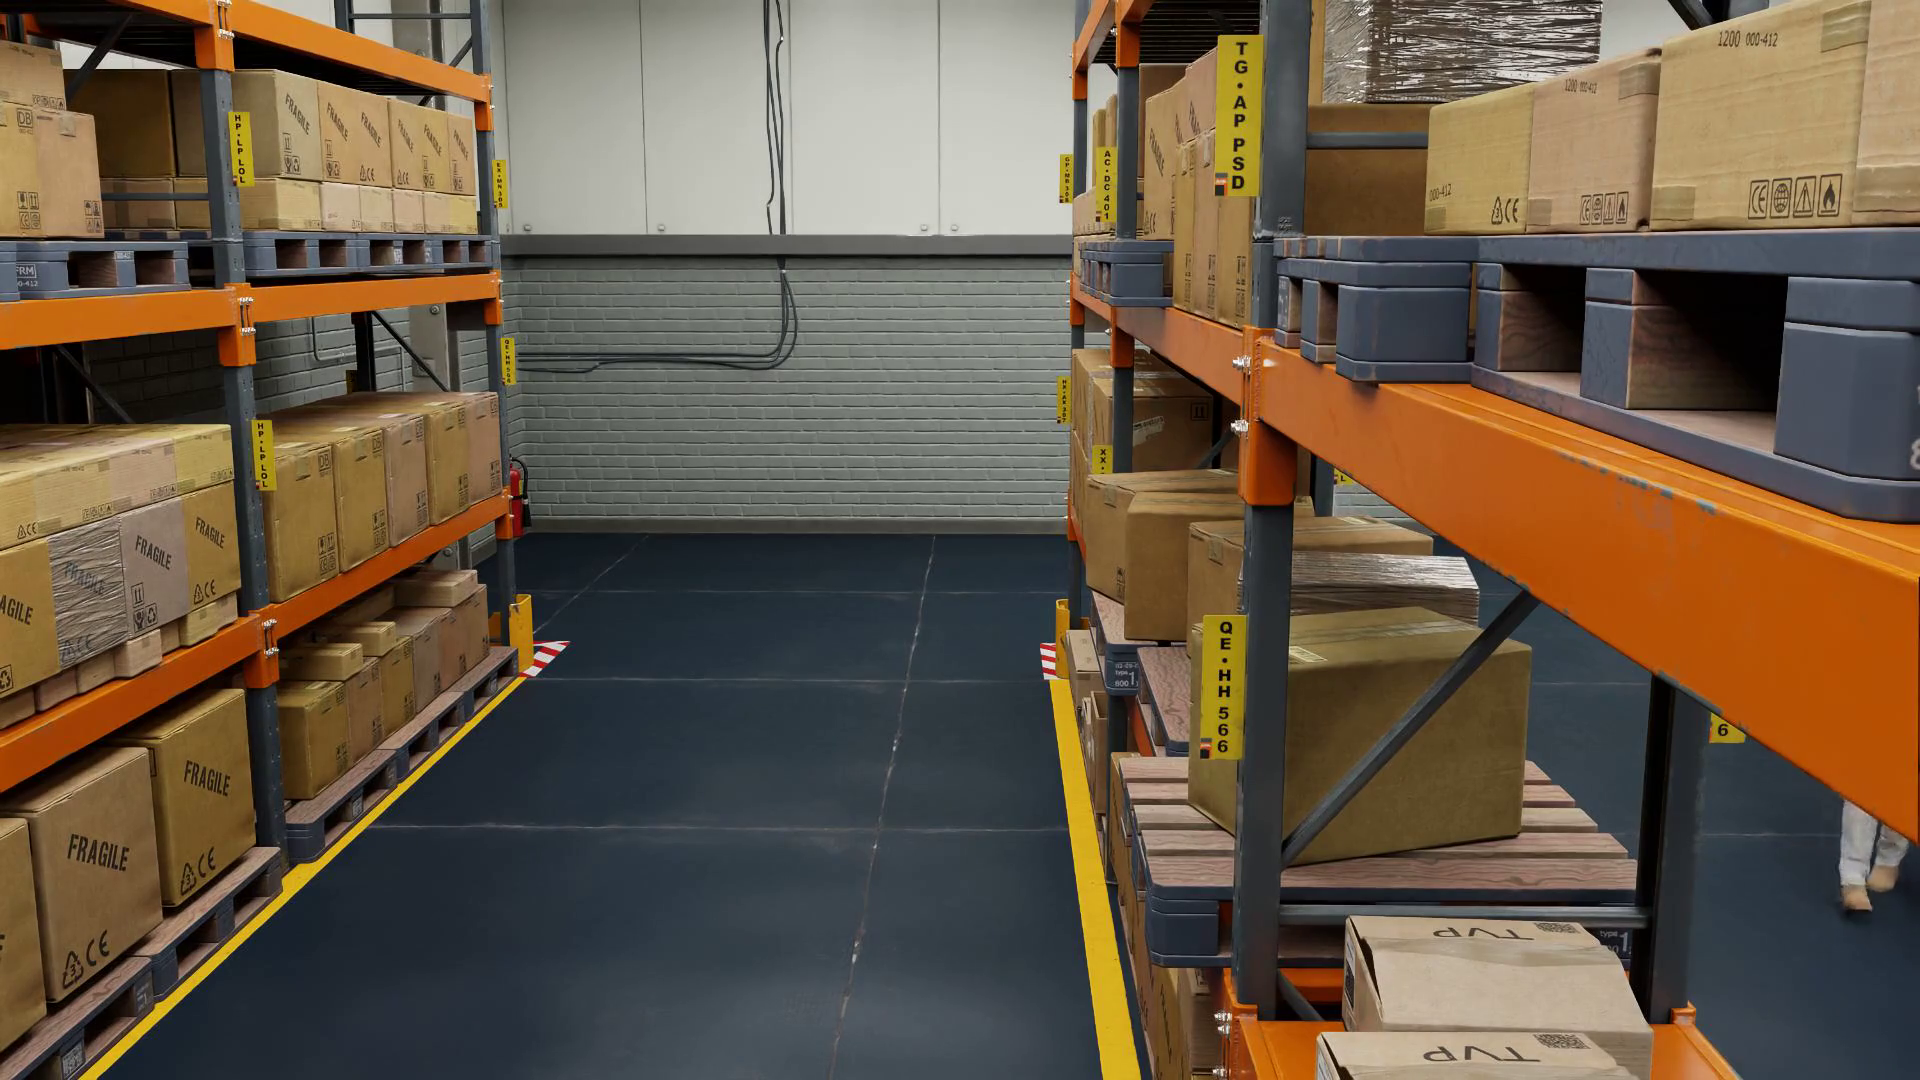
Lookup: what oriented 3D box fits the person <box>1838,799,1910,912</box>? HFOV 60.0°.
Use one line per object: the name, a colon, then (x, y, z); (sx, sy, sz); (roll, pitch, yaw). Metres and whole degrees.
person: (4.284, 0.808, 7.562); (0.658, 1.796, 0.843); (6, 12, 32)
